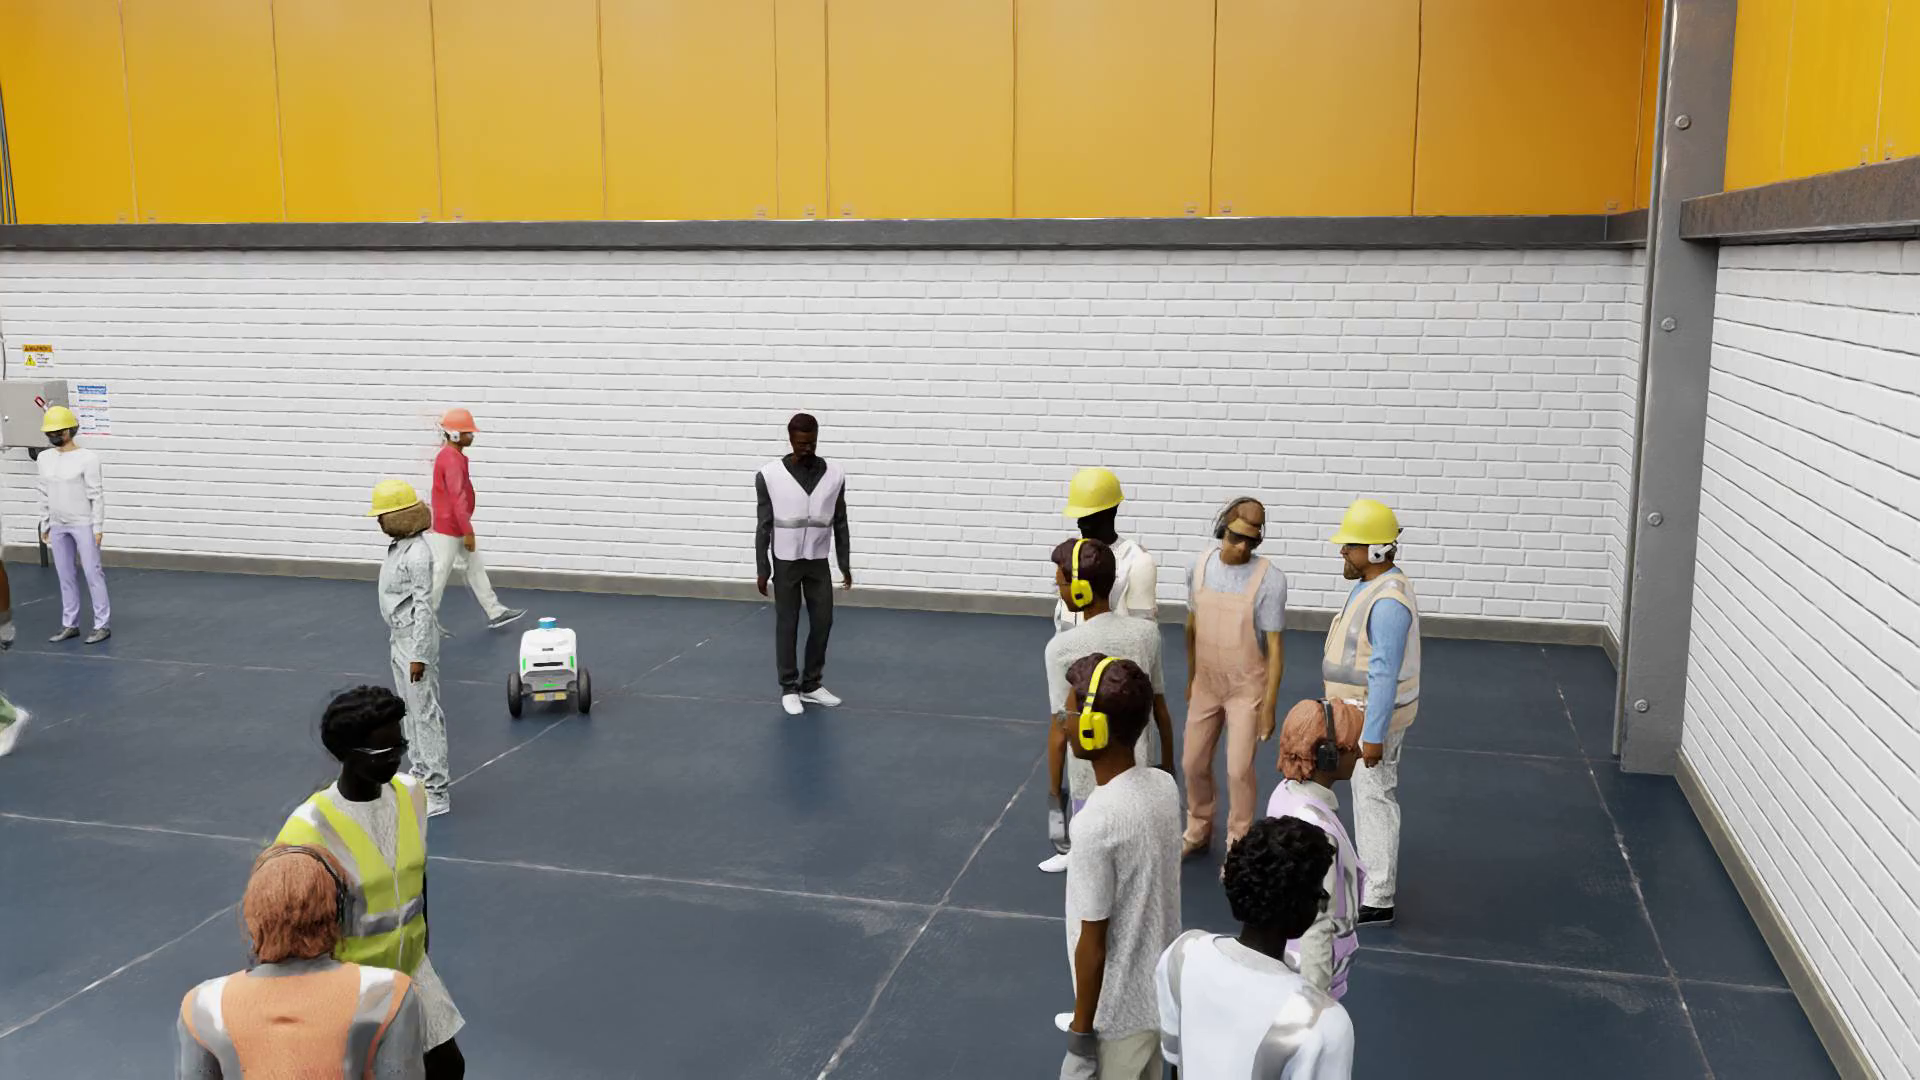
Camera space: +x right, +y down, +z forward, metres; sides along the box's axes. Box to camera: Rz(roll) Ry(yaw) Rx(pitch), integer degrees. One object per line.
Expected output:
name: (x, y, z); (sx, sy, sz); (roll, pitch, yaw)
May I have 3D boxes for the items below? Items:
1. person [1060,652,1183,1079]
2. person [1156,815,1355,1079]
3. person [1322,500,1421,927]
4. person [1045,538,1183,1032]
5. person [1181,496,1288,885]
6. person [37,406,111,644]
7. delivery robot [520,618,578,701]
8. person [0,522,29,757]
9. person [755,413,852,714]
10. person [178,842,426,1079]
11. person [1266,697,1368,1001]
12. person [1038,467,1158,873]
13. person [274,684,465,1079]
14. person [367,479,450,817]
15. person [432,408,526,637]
person: (0.401, 1.205, 4.225); (0.343, 1.859, 0.508); (6, 11, 30)
person: (0.623, 1.405, 3.543); (0.322, 1.686, 0.538); (-6, 12, -34)
person: (1.747, 0.732, 7.104); (0.403, 1.825, 0.593); (1, 10, 7)
person: (0.547, 0.905, 6.024); (0.586, 1.849, 0.402); (-6, 11, -31)
person: (1.209, 0.677, 7.486); (0.570, 1.803, 0.450); (7, 12, 37)
person: (-6.540, -0.108, 12.240); (0.527, 1.761, 0.340); (2, 10, 12)
delivery robot: (-2.603, 0.735, 10.537); (0.477, 0.478, 0.707); (-2, 10, -13)
person: (-5.389, 0.397, 9.065); (0.517, 1.837, 0.850); (2, 10, 9)
person: (-0.986, 0.143, 10.378); (0.607, 1.898, 0.434); (-5, 11, -27)
person: (-1.401, 1.454, 3.547); (0.525, 1.588, 0.885); (-2, 10, -11)
person: (0.962, 1.242, 4.675); (0.316, 1.633, 0.514); (1, 10, 5)
person: (0.618, 0.619, 7.487); (0.379, 1.919, 0.586); (-8, 12, -38)
person: (-1.578, 1.230, 4.608); (0.614, 1.678, 0.549); (5, 11, 28)
person: (-2.806, 0.550, 8.432); (0.307, 1.736, 0.484); (-6, 11, -32)
person: (-3.703, -0.127, 12.481); (0.869, 1.708, 0.589); (-3, 10, -17)
